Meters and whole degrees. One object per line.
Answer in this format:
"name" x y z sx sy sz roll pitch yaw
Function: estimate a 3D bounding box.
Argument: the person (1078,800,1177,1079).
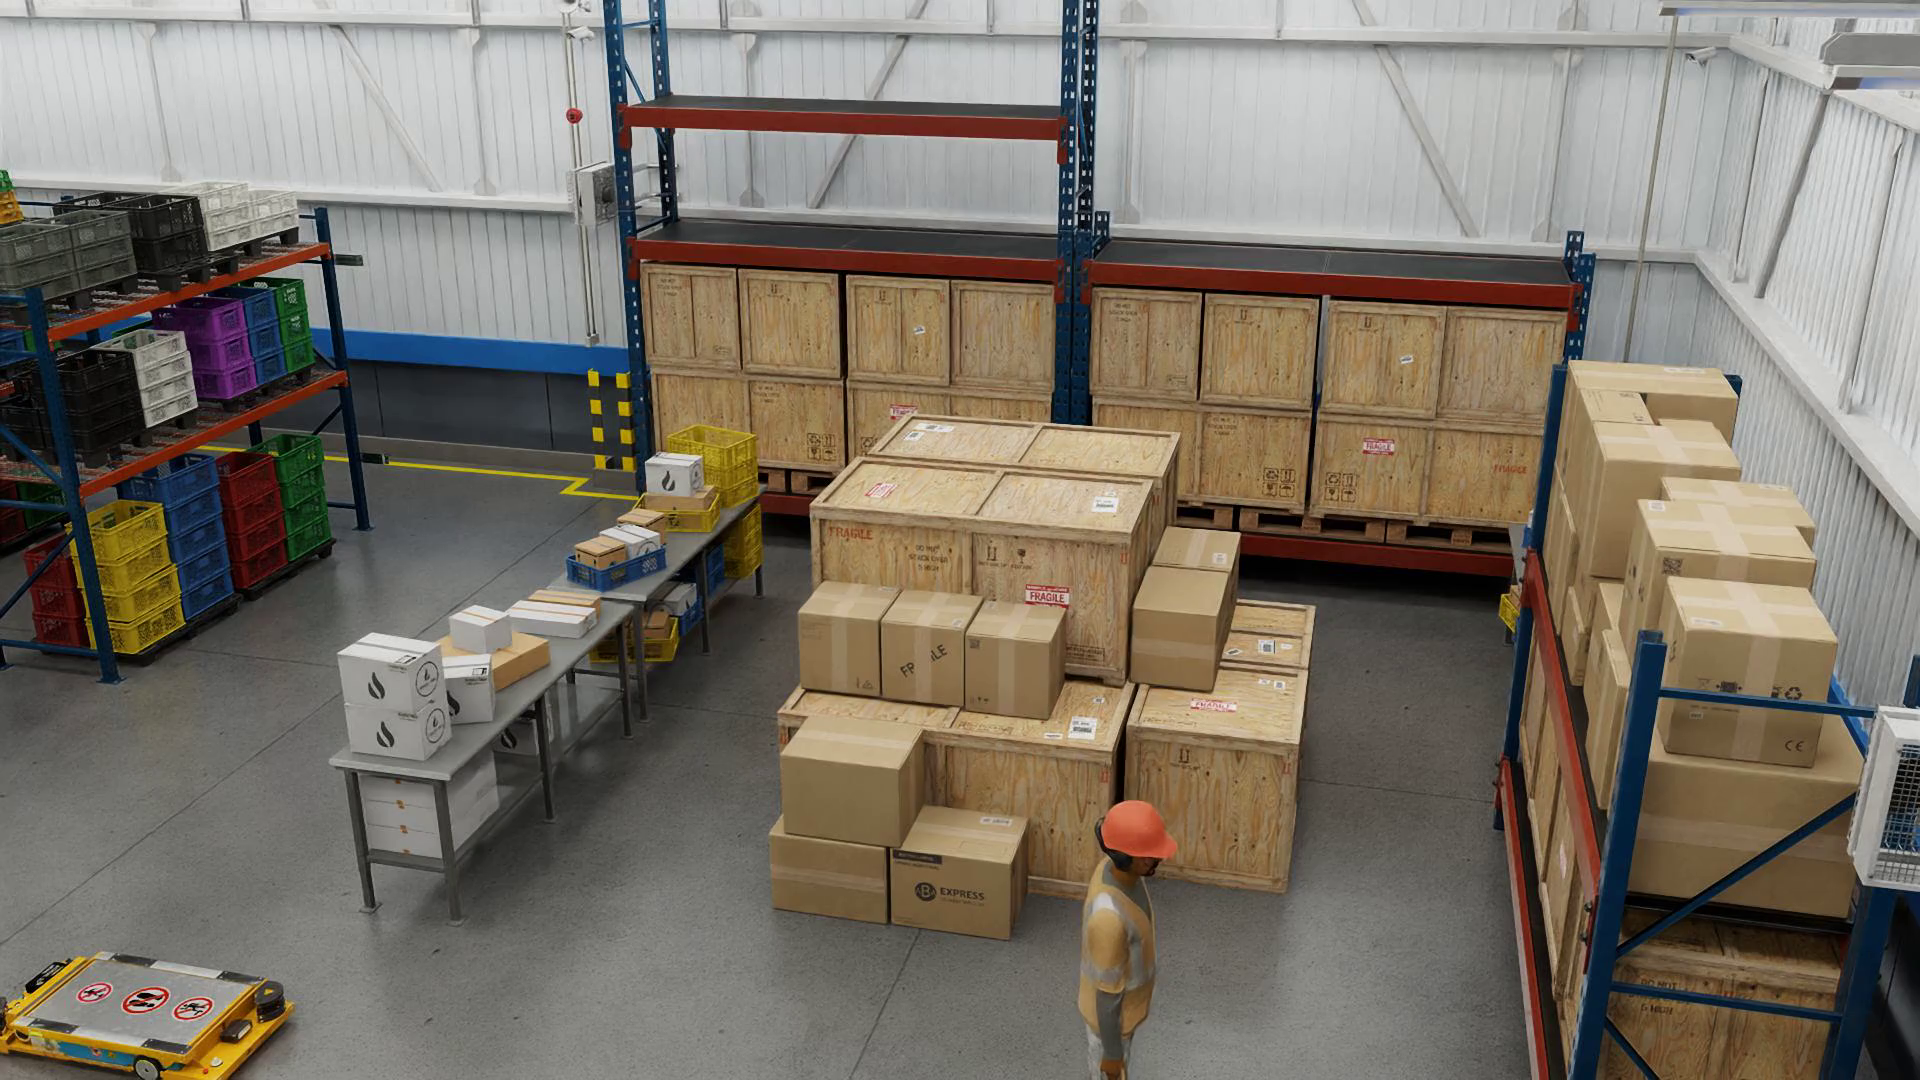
"person" 0.714 2.033 7.246 0.389 2.040 0.613 4 21 10

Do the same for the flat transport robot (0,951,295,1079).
"flat transport robot" -4.270 2.464 8.601 1.431 0.231 0.659 5 22 13
